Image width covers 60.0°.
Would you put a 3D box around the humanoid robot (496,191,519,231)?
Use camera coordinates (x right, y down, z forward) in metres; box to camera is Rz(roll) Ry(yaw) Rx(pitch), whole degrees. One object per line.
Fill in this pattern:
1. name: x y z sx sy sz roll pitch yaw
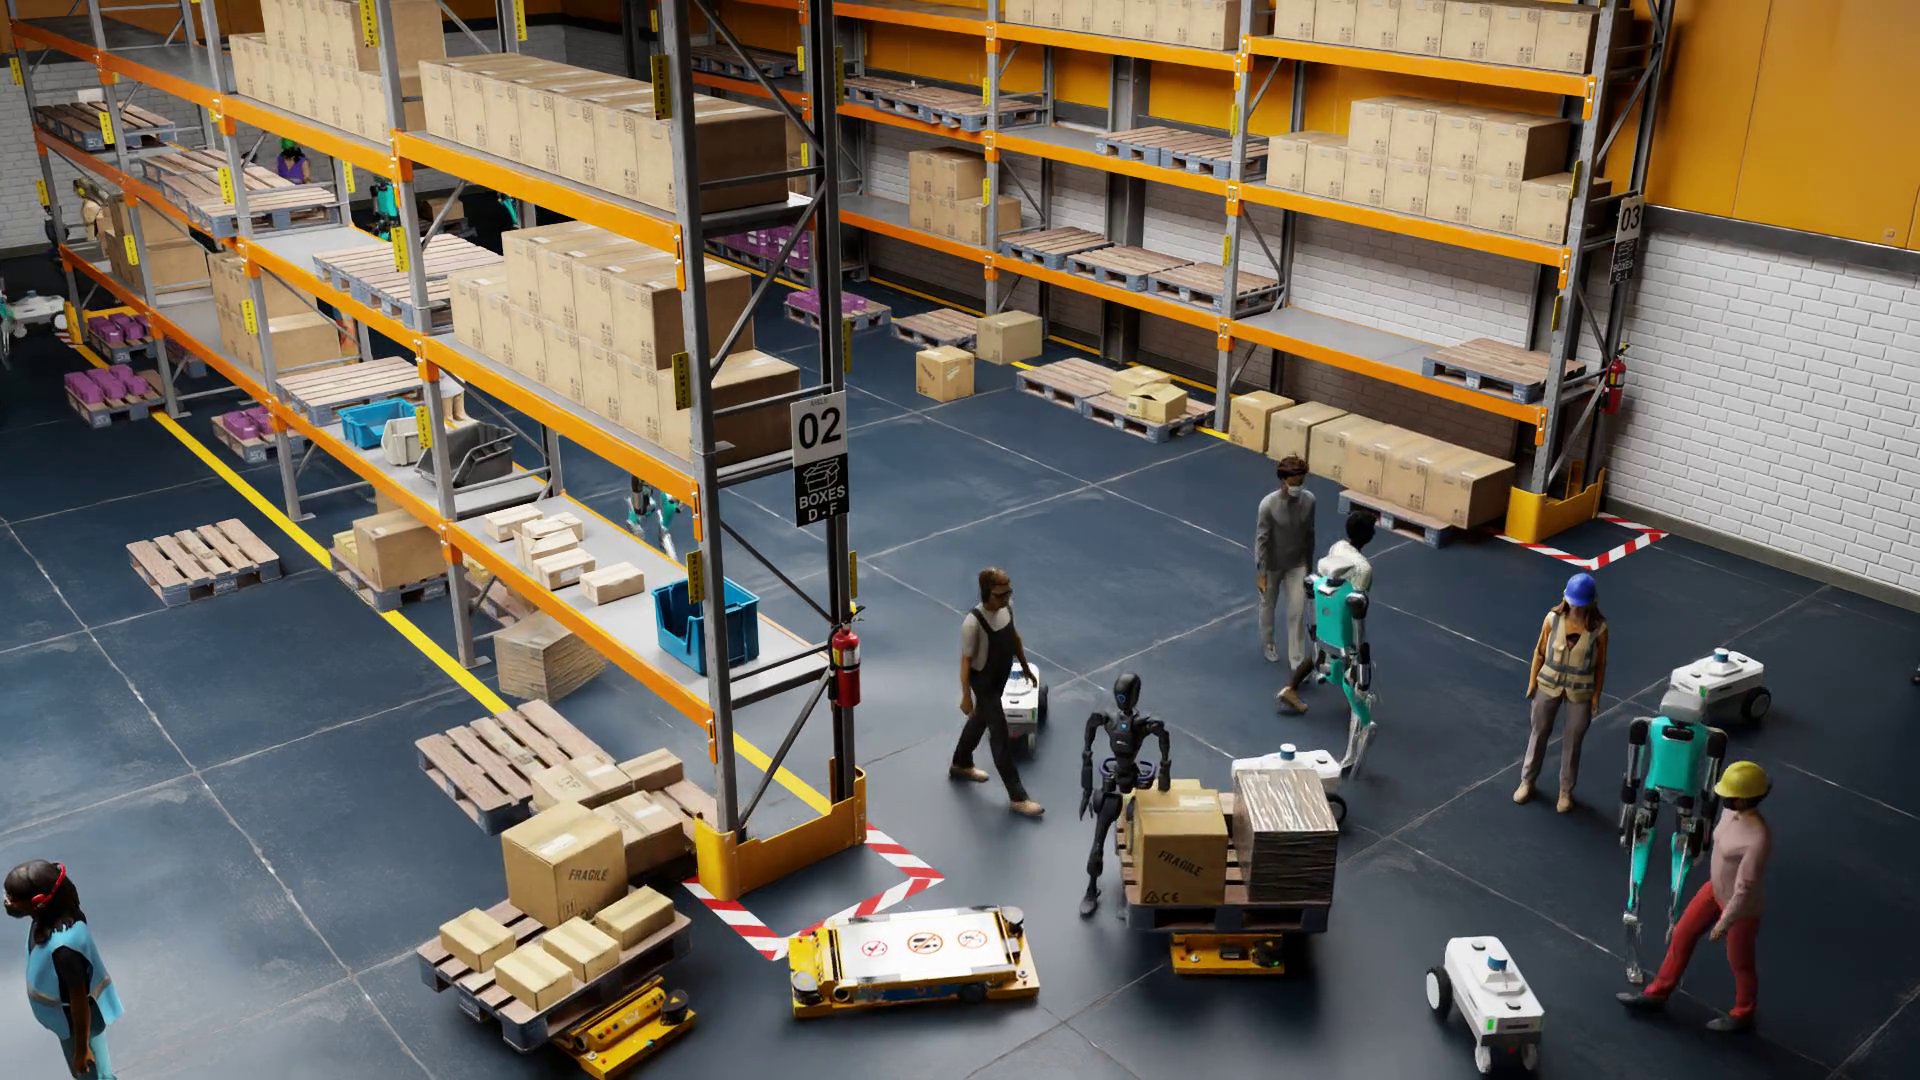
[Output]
1. humanoid robot: -7.113 -5.530 26.680 0.541 1.780 1.057 -18 29 -35

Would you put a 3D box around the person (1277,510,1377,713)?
1. person: 2.842 0.562 12.573 0.784 1.661 0.532 -8 25 -18

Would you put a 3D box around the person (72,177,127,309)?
1. person: -12.006 -4.134 23.228 0.442 1.854 0.564 -7 24 -17

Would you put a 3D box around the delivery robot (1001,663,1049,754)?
1. delivery robot: 0.415 1.222 12.478 0.499 0.614 0.817 1 23 3

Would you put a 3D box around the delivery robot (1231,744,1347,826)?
1. delivery robot: 2.262 1.686 11.395 0.780 0.608 0.519 -5 24 -11

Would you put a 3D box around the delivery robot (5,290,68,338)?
1. delivery robot: -12.421 -3.060 22.357 0.765 0.586 0.499 -20 30 -38

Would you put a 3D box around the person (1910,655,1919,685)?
1. person: 7.811 0.270 12.933 0.548 1.927 0.390 13 27 28

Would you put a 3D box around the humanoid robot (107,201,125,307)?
1. humanoid robot: -11.487 -3.951 23.049 0.669 1.636 0.591 -5 24 -12

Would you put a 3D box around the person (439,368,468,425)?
1. person: -5.398 -1.605 17.480 0.320 1.755 0.571 9 25 20

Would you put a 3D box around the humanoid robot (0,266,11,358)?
1. humanoid robot: -12.401 -3.171 21.233 0.541 1.877 0.713 -6 24 -13

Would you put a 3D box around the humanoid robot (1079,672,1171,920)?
1. humanoid robot: 1.018 1.579 10.208 0.594 1.656 0.370 6 24 15

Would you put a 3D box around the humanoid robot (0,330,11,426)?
1. humanoid robot: -11.063 -2.081 18.723 0.596 1.621 0.760 -5 24 -12

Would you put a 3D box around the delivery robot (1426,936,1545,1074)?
1. delivery robot: 2.983 2.564 9.330 0.499 0.583 0.768 -2 23 -4

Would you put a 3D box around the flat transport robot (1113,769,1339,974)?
1. flat transport robot: 1.601 2.229 10.481 0.659 0.231 1.431 0 23 0

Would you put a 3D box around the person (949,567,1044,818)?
1. person: 0.239 0.985 11.450 0.878 1.807 0.595 14 27 29

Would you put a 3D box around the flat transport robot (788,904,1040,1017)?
1. flat transport robot: -0.288 2.494 9.869 1.431 0.231 0.659 -3 24 -8

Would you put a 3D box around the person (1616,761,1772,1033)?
1. person: 4.151 1.985 9.194 0.835 1.728 0.538 0 23 1

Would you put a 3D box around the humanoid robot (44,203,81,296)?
1. humanoid robot: -12.177 -3.782 22.614 0.317 1.647 0.610 -19 30 -37

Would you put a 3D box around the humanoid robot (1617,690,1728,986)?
1. humanoid robot: 4.069 1.809 9.639 0.575 1.789 0.755 10 25 22

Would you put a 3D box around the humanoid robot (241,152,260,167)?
1. humanoid robot: -10.965 -5.207 25.928 0.610 1.657 0.359 18 29 36

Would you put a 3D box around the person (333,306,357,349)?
1. person: -7.382 -2.724 20.064 0.323 1.765 0.494 -2 23 -4

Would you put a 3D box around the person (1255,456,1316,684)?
1. person: 2.586 0.227 13.114 0.548 1.851 0.958 -3 23 -6

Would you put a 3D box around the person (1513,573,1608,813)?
1. person: 4.123 1.036 11.340 0.481 1.775 0.325 11 26 25

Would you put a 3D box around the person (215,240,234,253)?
1. person: -10.195 -4.187 23.327 0.790 1.873 0.649 13 26 27

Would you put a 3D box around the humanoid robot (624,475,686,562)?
1. humanoid robot: -2.745 -0.383 14.691 0.553 1.766 0.852 -18 29 -36

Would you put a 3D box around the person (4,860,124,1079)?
1. person: -4.323 2.370 8.154 0.391 1.862 0.502 -18 29 -36

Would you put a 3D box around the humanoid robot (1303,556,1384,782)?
1. humanoid robot: 2.788 0.921 11.754 0.792 1.838 0.547 -16 28 -33

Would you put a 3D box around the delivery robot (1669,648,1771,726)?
1. delivery robot: 5.772 1.108 12.701 0.774 0.581 0.499 -12 26 -26

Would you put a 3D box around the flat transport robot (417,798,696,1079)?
1. flat transport robot: -2.249 2.595 9.634 1.431 0.231 0.659 19 30 37

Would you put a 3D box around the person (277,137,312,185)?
1. person: -10.400 -5.403 26.085 0.589 1.908 0.505 2 23 4

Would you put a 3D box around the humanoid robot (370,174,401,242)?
1. humanoid robot: -8.284 -4.273 23.774 0.530 1.840 0.789 9 25 19
